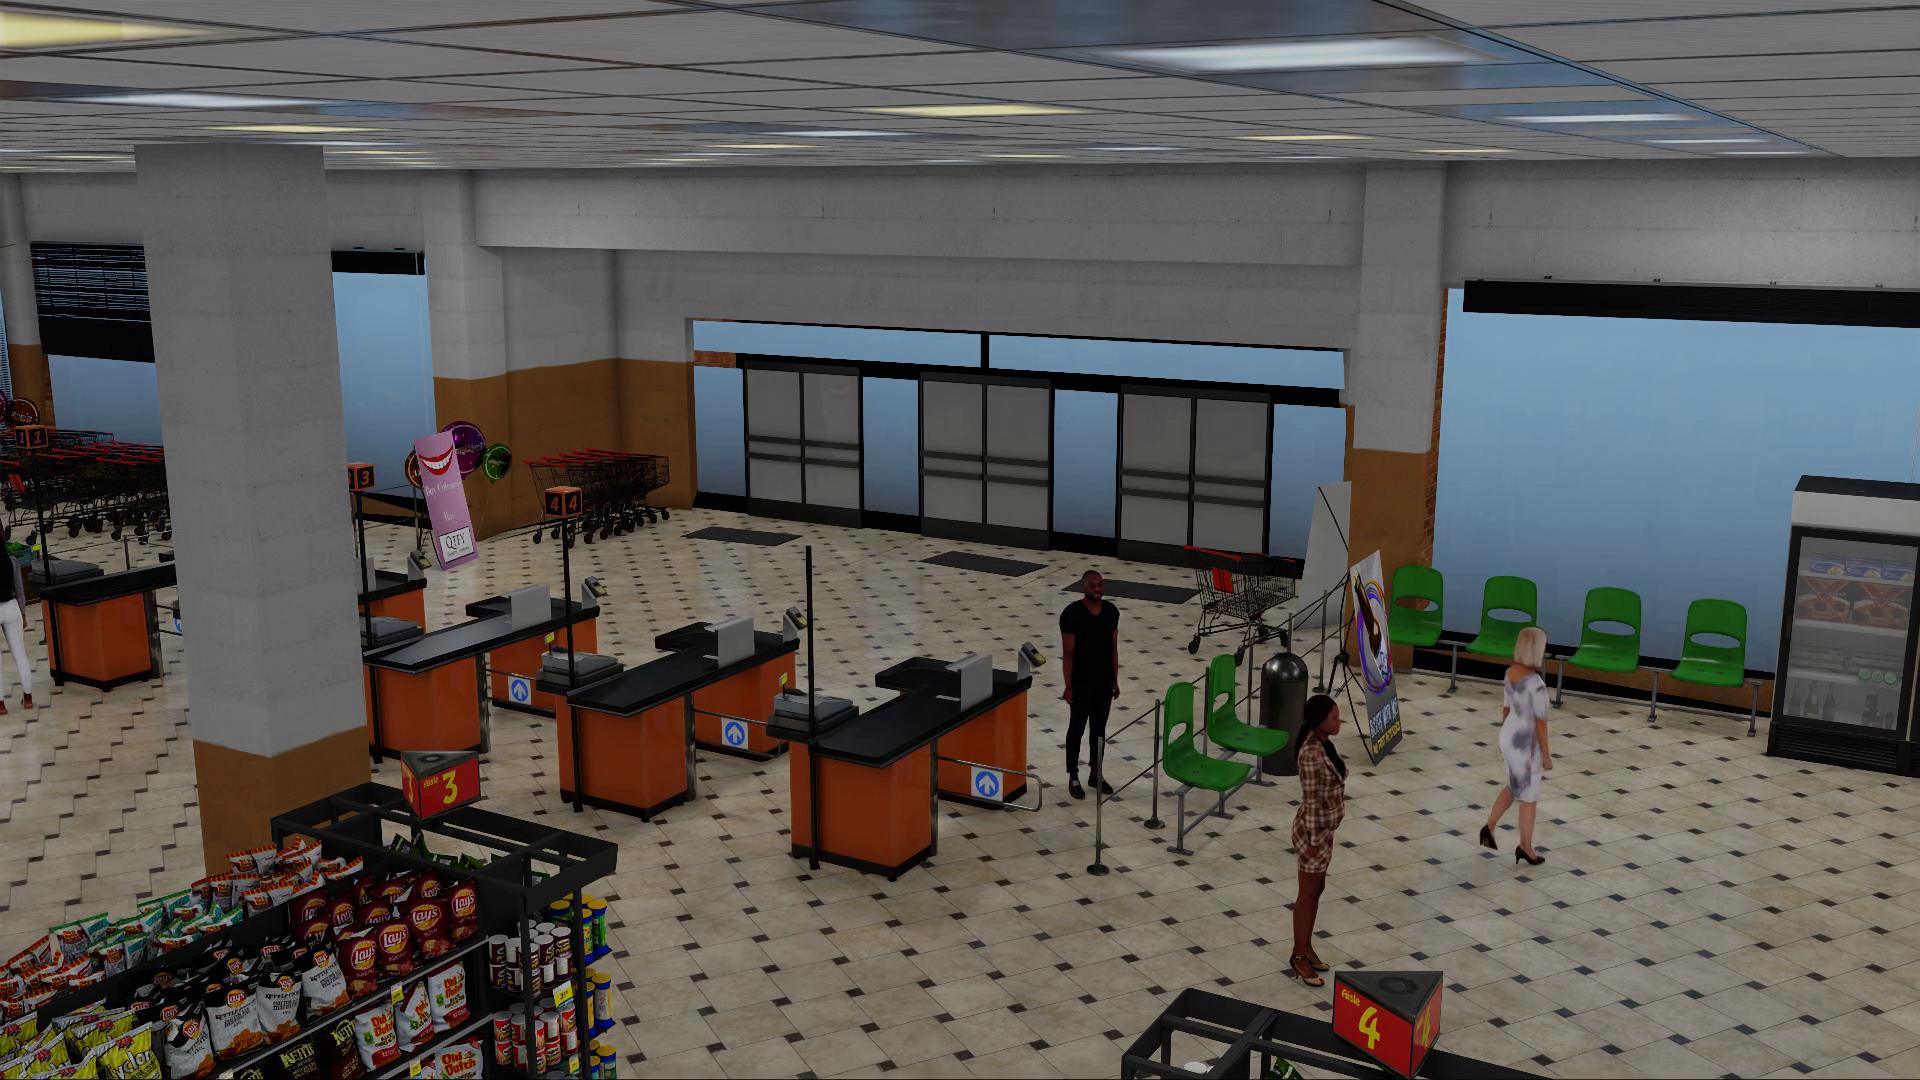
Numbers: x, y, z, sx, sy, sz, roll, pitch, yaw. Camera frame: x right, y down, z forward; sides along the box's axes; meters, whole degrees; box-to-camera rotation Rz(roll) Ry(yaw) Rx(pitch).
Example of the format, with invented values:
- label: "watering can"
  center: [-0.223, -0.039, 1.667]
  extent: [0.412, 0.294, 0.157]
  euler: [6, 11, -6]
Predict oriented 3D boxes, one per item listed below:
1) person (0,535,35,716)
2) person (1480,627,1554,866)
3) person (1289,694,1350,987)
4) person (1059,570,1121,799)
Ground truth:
- label: "person"
  center: [-8.812, 0.734, 15.276]
  extent: [0.695, 1.725, 0.530]
  euler: [11, 16, 41]
- label: "person"
  center: [3.933, 1.466, 11.754]
  extent: [0.820, 1.744, 0.761]
  euler: [-3, 12, -14]
- label: "person"
  center: [2.146, 1.796, 10.064]
  extent: [0.655, 1.795, 0.504]
  euler: [6, 13, 25]
- label: "person"
  center: [1.031, 1.122, 13.205]
  extent: [0.709, 1.820, 0.810]
  euler: [-5, 13, -24]
